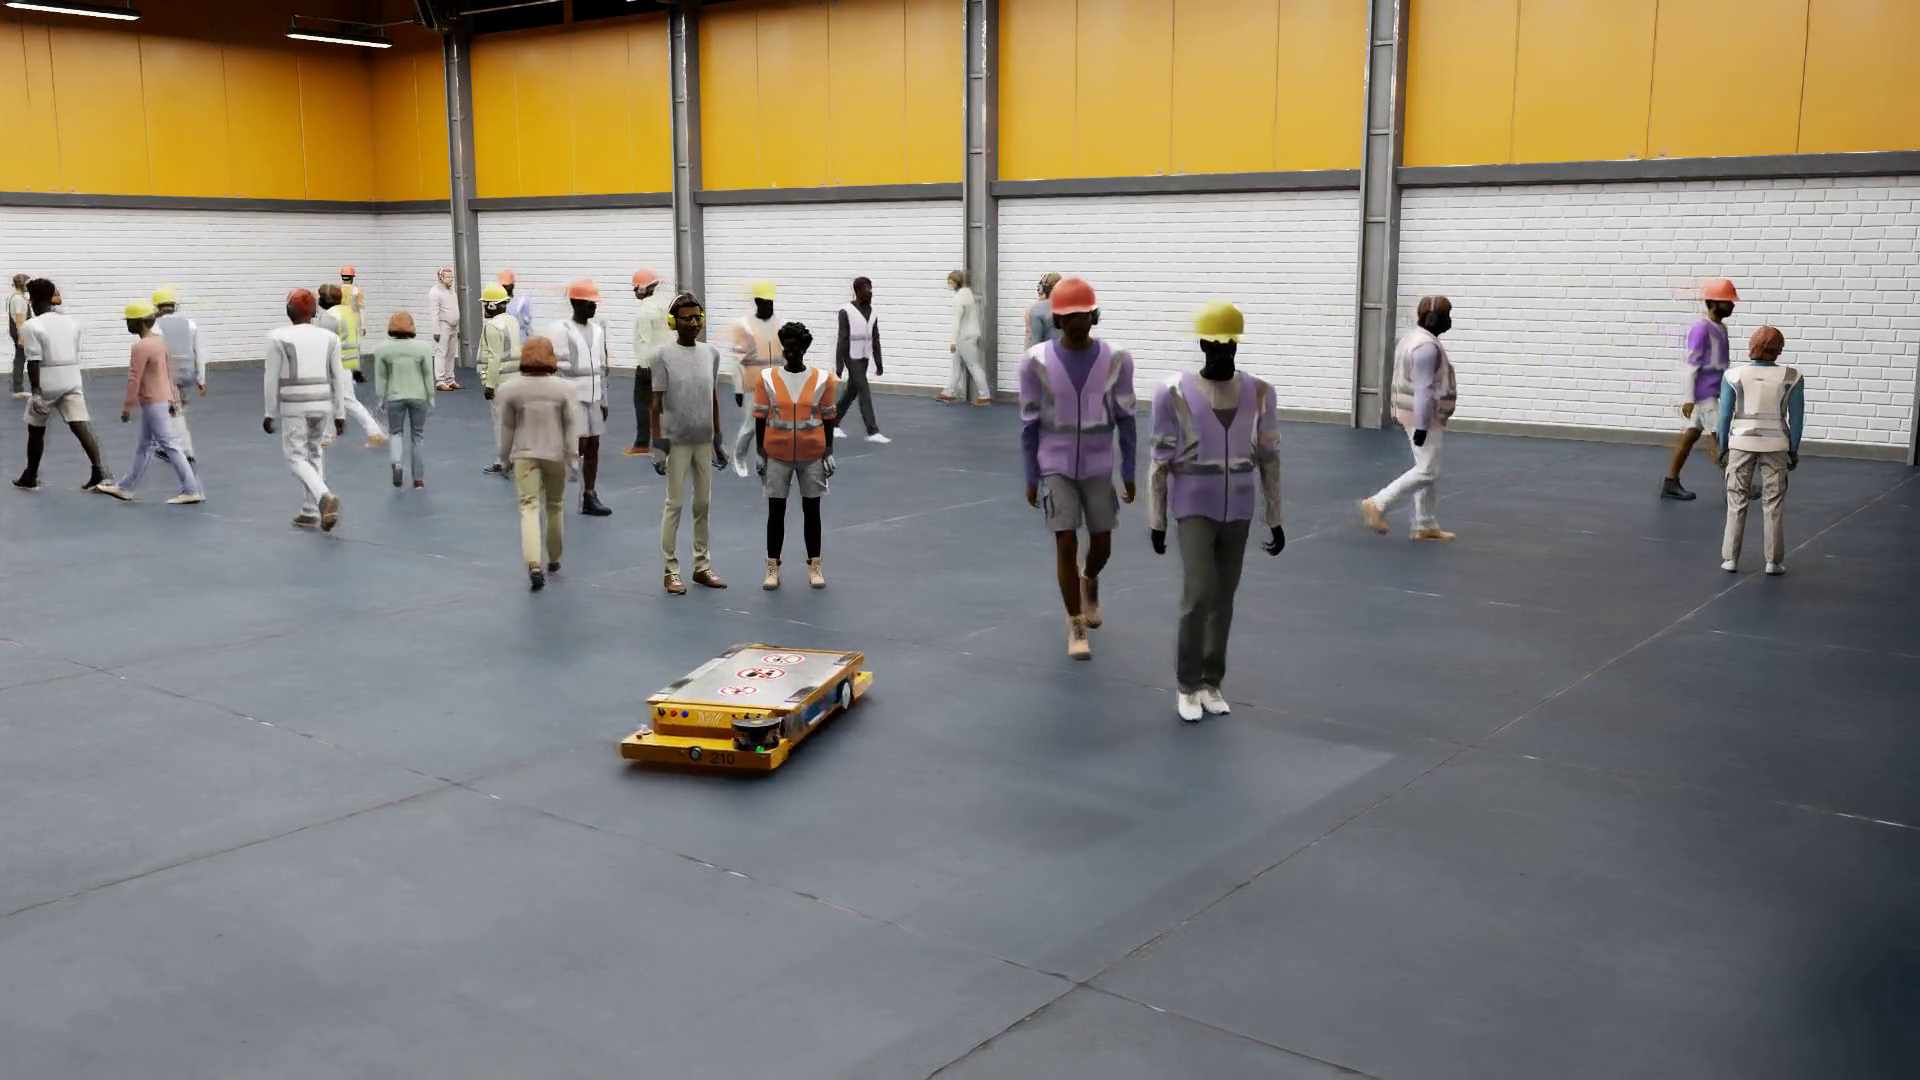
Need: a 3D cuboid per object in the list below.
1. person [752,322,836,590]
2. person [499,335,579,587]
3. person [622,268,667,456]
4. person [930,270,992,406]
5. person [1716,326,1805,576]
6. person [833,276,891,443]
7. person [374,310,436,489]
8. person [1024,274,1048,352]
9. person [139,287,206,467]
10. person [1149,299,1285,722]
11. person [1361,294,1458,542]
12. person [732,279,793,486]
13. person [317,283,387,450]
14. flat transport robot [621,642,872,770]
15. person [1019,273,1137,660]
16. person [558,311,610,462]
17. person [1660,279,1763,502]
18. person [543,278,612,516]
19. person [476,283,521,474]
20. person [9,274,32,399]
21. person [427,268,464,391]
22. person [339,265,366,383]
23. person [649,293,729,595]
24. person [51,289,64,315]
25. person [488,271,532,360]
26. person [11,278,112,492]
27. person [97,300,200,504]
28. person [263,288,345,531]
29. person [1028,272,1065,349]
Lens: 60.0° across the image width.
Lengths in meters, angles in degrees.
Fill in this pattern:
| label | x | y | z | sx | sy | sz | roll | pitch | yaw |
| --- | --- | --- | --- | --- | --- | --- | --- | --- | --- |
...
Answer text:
| label | x | y | z | sx | sy | sz | roll | pitch | yaw |
| --- | --- | --- | --- | --- | --- | --- | --- | --- | --- |
| person | -1.040 | -0.527 | 10.487 | 0.531 | 1.692 | 0.320 | -1 | 10 | -7 |
| person | -2.703 | -0.519 | 10.702 | 0.505 | 1.598 | 0.833 | -2 | 10 | -11 |
| person | -3.165 | -1.851 | 17.396 | 0.728 | 1.976 | 0.622 | 2 | 10 | 9 |
| person | 0.010 | -2.790 | 23.095 | 0.936 | 1.882 | 0.649 | 2 | 10 | 10 |
| person | 5.260 | -0.584 | 10.967 | 0.515 | 1.641 | 0.314 | 5 | 11 | 29 |
| person | -1.186 | -2.059 | 18.907 | 1.000 | 1.872 | 0.608 | 7 | 12 | 34 |
| person | -4.957 | -1.242 | 14.875 | 0.505 | 1.623 | 0.429 | -2 | 10 | -14 |
| person | 0.910 | -1.842 | 17.519 | 0.651 | 1.907 | 0.409 | -7 | 12 | -35 |
| person | -7.904 | -1.623 | 16.605 | 0.922 | 1.782 | 0.616 | 7 | 12 | 36 |
| person | 1.178 | -0.120 | 7.508 | 0.587 | 1.908 | 0.578 | -2 | 10 | -14 |
| person | 3.326 | -0.877 | 12.154 | 0.604 | 1.827 | 0.630 | 2 | 10 | 11 |
| person | -1.849 | -1.466 | 15.389 | 0.595 | 1.900 | 0.865 | -6 | 11 | -30 |
| person | -6.657 | -1.862 | 17.949 | 0.905 | 1.809 | 0.621 | -1 | 10 | -4 |
| flat transport robot | -0.908 | 0.709 | 7.423 | 0.652 | 0.197 | 1.431 | 2 | 10 | 13 |
| person | 0.614 | -0.396 | 8.787 | 0.620 | 2.015 | 0.689 | 0 | 10 | -1 |
| person | -3.901 | -1.751 | 17.255 | 0.516 | 1.828 | 0.908 | 0 | 10 | -2 |
| person | 6.421 | -1.236 | 14.030 | 0.957 | 1.888 | 0.569 | 8 | 13 | 41 |
| person | -3.085 | -1.147 | 13.422 | 0.527 | 1.922 | 0.573 | 6 | 11 | 31 |
| person | -4.445 | -1.551 | 16.036 | 0.404 | 1.833 | 0.588 | 1 | 10 | 4 |
| person | -13.604 | -2.982 | 24.392 | 0.729 | 1.821 | 0.550 | -6 | 11 | -32 |
| person | -7.977 | -3.268 | 25.853 | 0.402 | 1.901 | 0.637 | 2 | 10 | 12 |
| person | -10.048 | -3.547 | 27.388 | 0.541 | 1.932 | 0.382 | -1 | 10 | -4 |
| person | -1.686 | -0.602 | 10.408 | 0.536 | 1.869 | 0.314 | -8 | 13 | -40 |
| person | -13.046 | -2.821 | 24.013 | 0.497 | 1.633 | 0.285 | 5 | 11 | 27 |
| person | -6.076 | -2.667 | 22.391 | 0.570 | 1.879 | 1.011 | 0 | 10 | 2 |
| person | -8.006 | -1.367 | 14.762 | 1.032 | 1.907 | 0.597 | 5 | 11 | 25 |
| person | -6.872 | -1.145 | 13.977 | 0.891 | 1.714 | 0.549 | -1 | 10 | -6 |
| person | -4.933 | -0.977 | 12.628 | 0.765 | 1.866 | 0.593 | 9 | 13 | 41 |
| person | 0.989 | -1.788 | 17.179 | 0.645 | 1.927 | 0.391 | -7 | 12 | -34 |
